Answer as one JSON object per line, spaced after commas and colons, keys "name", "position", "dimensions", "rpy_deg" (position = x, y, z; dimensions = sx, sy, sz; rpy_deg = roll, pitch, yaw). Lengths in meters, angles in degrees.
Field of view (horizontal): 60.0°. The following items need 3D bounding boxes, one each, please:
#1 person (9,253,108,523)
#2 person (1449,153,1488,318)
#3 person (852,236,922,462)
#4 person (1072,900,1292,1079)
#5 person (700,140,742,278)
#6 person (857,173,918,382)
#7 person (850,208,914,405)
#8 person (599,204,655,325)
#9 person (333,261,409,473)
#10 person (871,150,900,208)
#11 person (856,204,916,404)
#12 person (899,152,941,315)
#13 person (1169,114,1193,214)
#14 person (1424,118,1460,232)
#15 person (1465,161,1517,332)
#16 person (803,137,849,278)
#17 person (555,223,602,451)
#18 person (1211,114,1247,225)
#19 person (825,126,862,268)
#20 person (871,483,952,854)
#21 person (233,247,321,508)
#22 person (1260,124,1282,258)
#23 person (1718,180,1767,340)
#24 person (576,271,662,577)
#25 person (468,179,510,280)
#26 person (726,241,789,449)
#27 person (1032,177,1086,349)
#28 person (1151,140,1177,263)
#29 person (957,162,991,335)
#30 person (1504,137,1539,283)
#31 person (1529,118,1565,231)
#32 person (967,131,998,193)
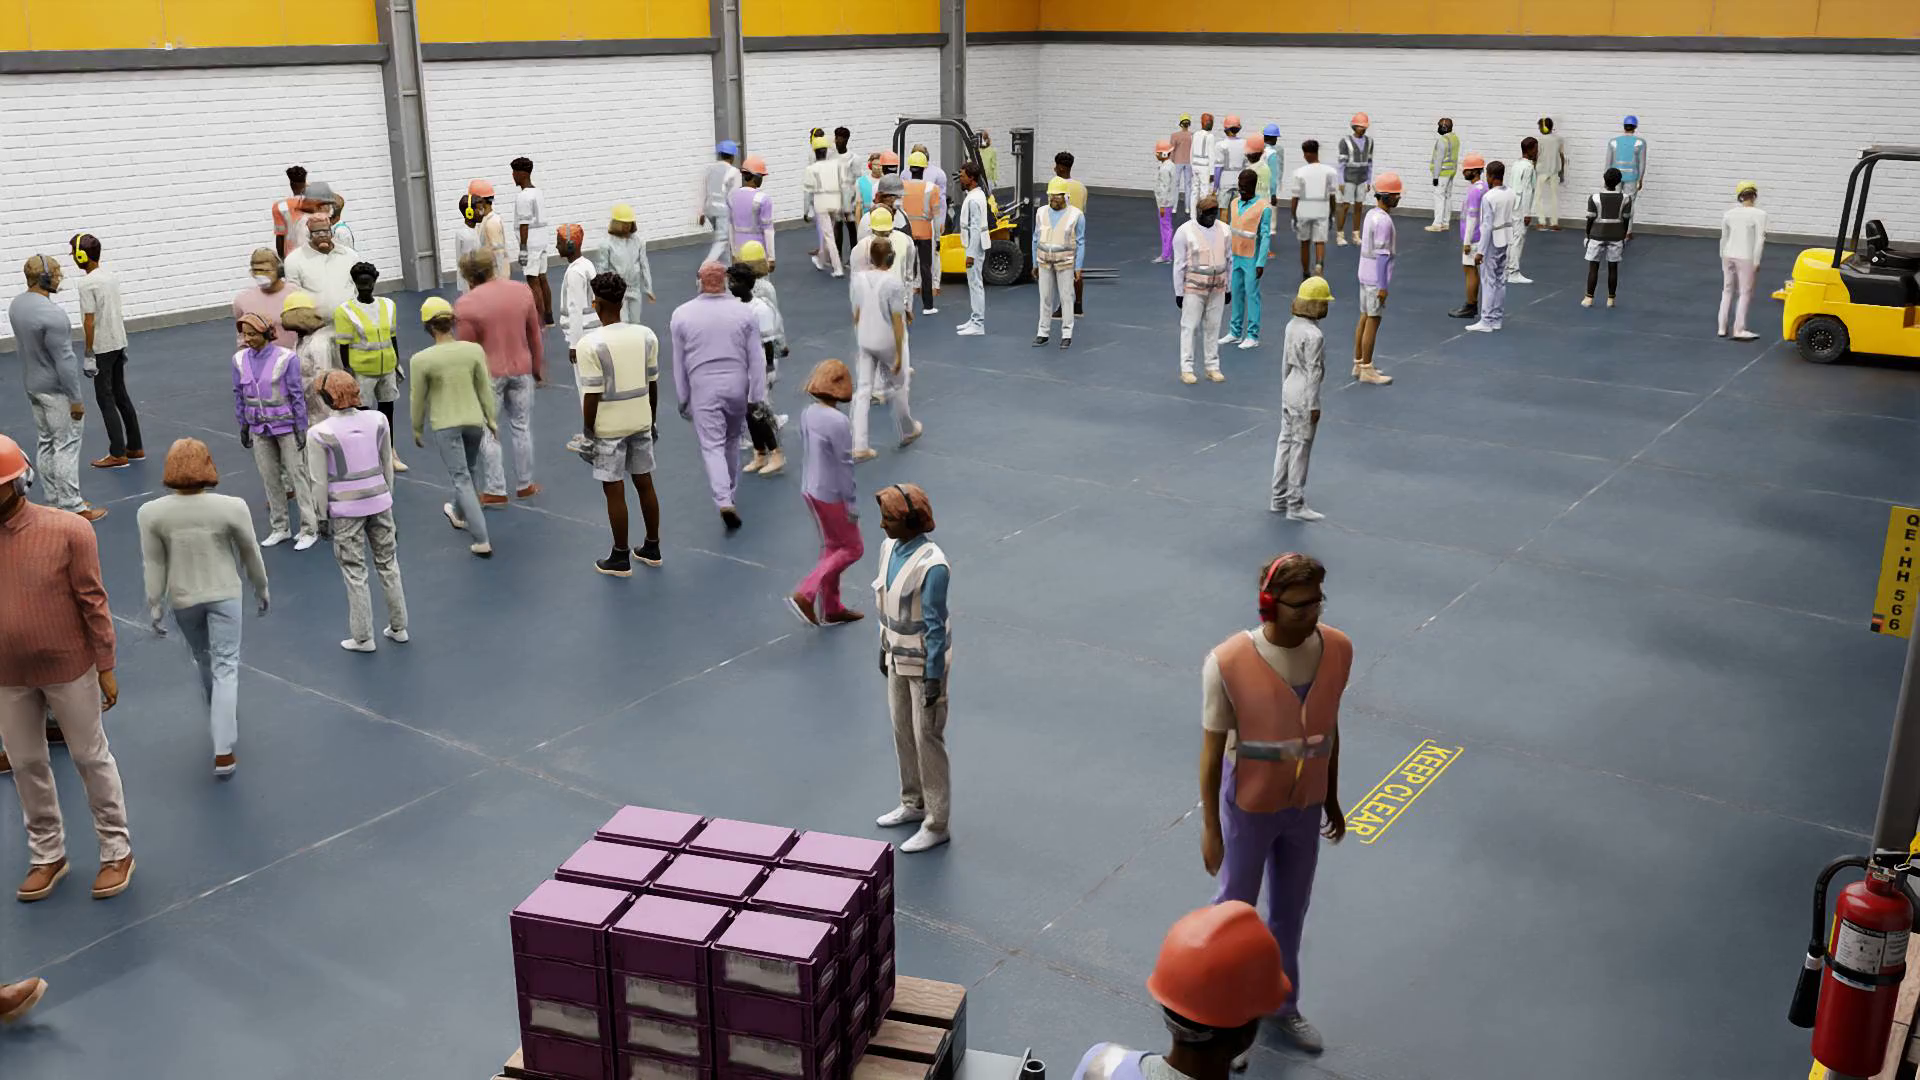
{"name": "person", "position": [-6.385, -1.046, 11.719], "dimensions": [0.637, 1.929, 0.368], "rpy_deg": [13, 22, 35]}
{"name": "person", "position": [6.036, -3.602, 19.713], "dimensions": [0.403, 1.928, 0.544], "rpy_deg": [8, 19, 23]}
{"name": "person", "position": [-0.629, -1.571, 13.586], "dimensions": [0.502, 1.794, 0.982], "rpy_deg": [9, 20, 25]}
{"name": "person", "position": [0.470, 1.616, 3.390], "dimensions": [0.544, 1.930, 0.387], "rpy_deg": [16, 24, 41]}
{"name": "person", "position": [-3.223, -4.321, 22.020], "dimensions": [0.644, 1.897, 0.904], "rpy_deg": [12, 21, 34]}
{"name": "person", "position": [-0.673, -2.586, 16.344], "dimensions": [0.536, 2.000, 0.684], "rpy_deg": [11, 21, 32]}
{"name": "person", "position": [-0.714, -2.156, 15.362], "dimensions": [0.602, 1.820, 0.403], "rpy_deg": [-6, 19, -19]}
{"name": "person", "position": [-3.299, -2.449, 16.433], "dimensions": [0.493, 1.726, 0.383], "rpy_deg": [-15, 23, -39]}
{"name": "person", "position": [-4.576, -1.324, 12.948], "dimensions": [0.318, 1.698, 0.539], "rpy_deg": [14, 22, 37]}
{"name": "person", "position": [-0.829, -3.688, 19.975], "dimensions": [0.544, 1.930, 0.388], "rpy_deg": [-10, 20, -28]}
{"name": "person", "position": [-0.704, -2.184, 15.436], "dimensions": [0.656, 1.838, 0.430], "rpy_deg": [-13, 22, -34]}
{"name": "person", "position": [-0.514, -3.651, 19.862], "dimensions": [0.594, 1.924, 0.382], "rpy_deg": [3, 18, 10]}
{"name": "person", "position": [3.991, -6.726, 29.764], "dimensions": [0.531, 1.755, 0.339], "rpy_deg": [-3, 18, -8]}
{"name": "person", "position": [7.960, -6.021, 27.426], "dimensions": [0.429, 1.836, 0.627], "rpy_deg": [14, 23, 38]}
{"name": "person", "position": [6.050, -3.319, 18.848], "dimensions": [0.587, 1.913, 0.395], "rpy_deg": [-17, 24, -42]}
{"name": "person", "position": [-1.866, -4.567, 22.831], "dimensions": [0.603, 1.858, 1.028], "rpy_deg": [-11, 21, -32]}
{"name": "person", "position": [-3.129, -1.674, 13.768], "dimensions": [0.351, 1.878, 0.568], "rpy_deg": [-2, 18, -5]}
{"name": "person", "position": [4.044, -5.335, 24.933], "dimensions": [0.608, 2.048, 0.365], "rpy_deg": [-7, 19, -22]}
{"name": "person", "position": [-1.658, -4.848, 23.541], "dimensions": [0.602, 1.966, 0.368], "rpy_deg": [13, 22, 34]}
{"name": "person", "position": [-0.201, 0.538, 7.236], "dimensions": [0.319, 1.630, 0.528], "rpy_deg": [-10, 20, -28]}
{"name": "person", "position": [-4.902, -1.162, 12.079], "dimensions": [0.631, 1.931, 0.372], "rpy_deg": [1, 18, 4]}
{"name": "person", "position": [4.495, -5.118, 24.436], "dimensions": [0.415, 1.939, 0.605], "rpy_deg": [-5, 18, -15]}
{"name": "person", "position": [8.690, -3.100, 18.468], "dimensions": [0.441, 1.720, 0.646], "rpy_deg": [-10, 20, -29]}
{"name": "person", "position": [-2.189, -0.741, 10.694], "dimensions": [0.363, 1.963, 0.612], "rpy_deg": [14, 23, 38]}
{"name": "person", "position": [-4.704, -2.638, 16.679], "dimensions": [0.374, 1.933, 0.550], "rpy_deg": [-6, 19, -19]}
{"name": "person", "position": [-1.705, -1.646, 13.953], "dimensions": [0.487, 1.697, 0.903], "rpy_deg": [13, 22, 34]}
{"name": "person", "position": [1.042, -2.979, 17.910], "dimensions": [0.589, 1.834, 0.403], "rpy_deg": [8, 19, 22]}
{"name": "person", "position": [2.927, -4.877, 23.991], "dimensions": [0.354, 1.743, 0.567], "rpy_deg": [5, 18, 14]}
{"name": "person", "position": [0.155, -3.269, 18.681], "dimensions": [0.390, 1.919, 0.591], "rpy_deg": [0, 18, 0]}
{"name": "person", "position": [7.504, -4.416, 22.266], "dimensions": [0.388, 1.919, 0.594], "rpy_deg": [0, 18, 1]}
{"name": "person", "position": [9.746, -6.021, 27.432], "dimensions": [0.672, 1.839, 0.315], "rpy_deg": [-2, 18, -6]}
{"name": "person", "position": [0.365, -5.924, 27.460], "dimensions": [0.513, 1.624, 0.288], "rpy_deg": [-7, 19, -21]}
